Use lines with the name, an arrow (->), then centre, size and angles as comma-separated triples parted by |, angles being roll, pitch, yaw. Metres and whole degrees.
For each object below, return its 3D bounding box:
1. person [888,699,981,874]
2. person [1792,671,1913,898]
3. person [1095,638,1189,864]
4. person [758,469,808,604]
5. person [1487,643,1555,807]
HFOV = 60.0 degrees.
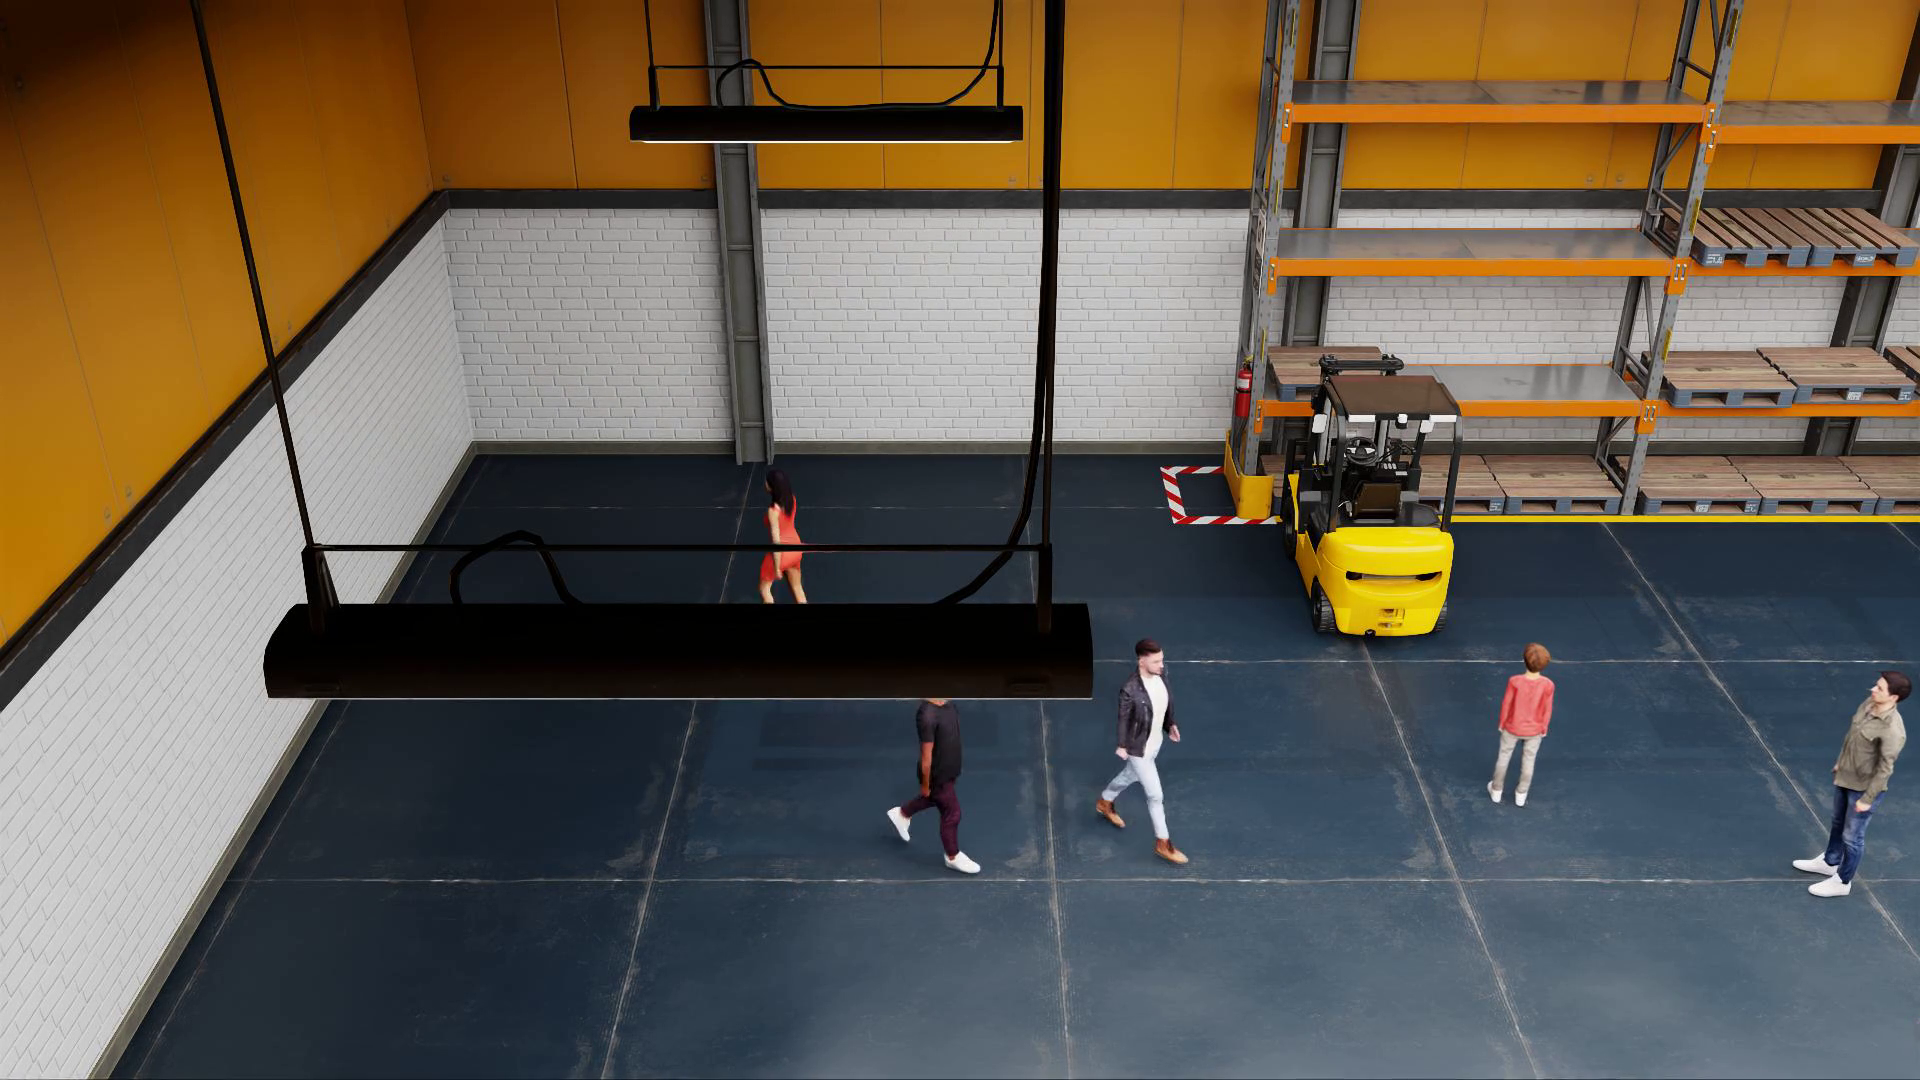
person -> -0.212, 1.619, 12.182 | 1.118, 1.764, 0.877 | 11, 30, 19
person -> 6.447, 1.729, 11.875 | 0.608, 1.864, 0.719 | 3, 29, 5
person -> 1.302, 1.480, 12.397 | 1.217, 1.802, 1.097 | 21, 35, 34
person -> -1.500, 0.162, 14.917 | 0.842, 1.702, 0.769 | 15, 32, 25
person -> 4.381, 1.434, 12.883 | 0.472, 1.417, 0.621 | 7, 29, 12
